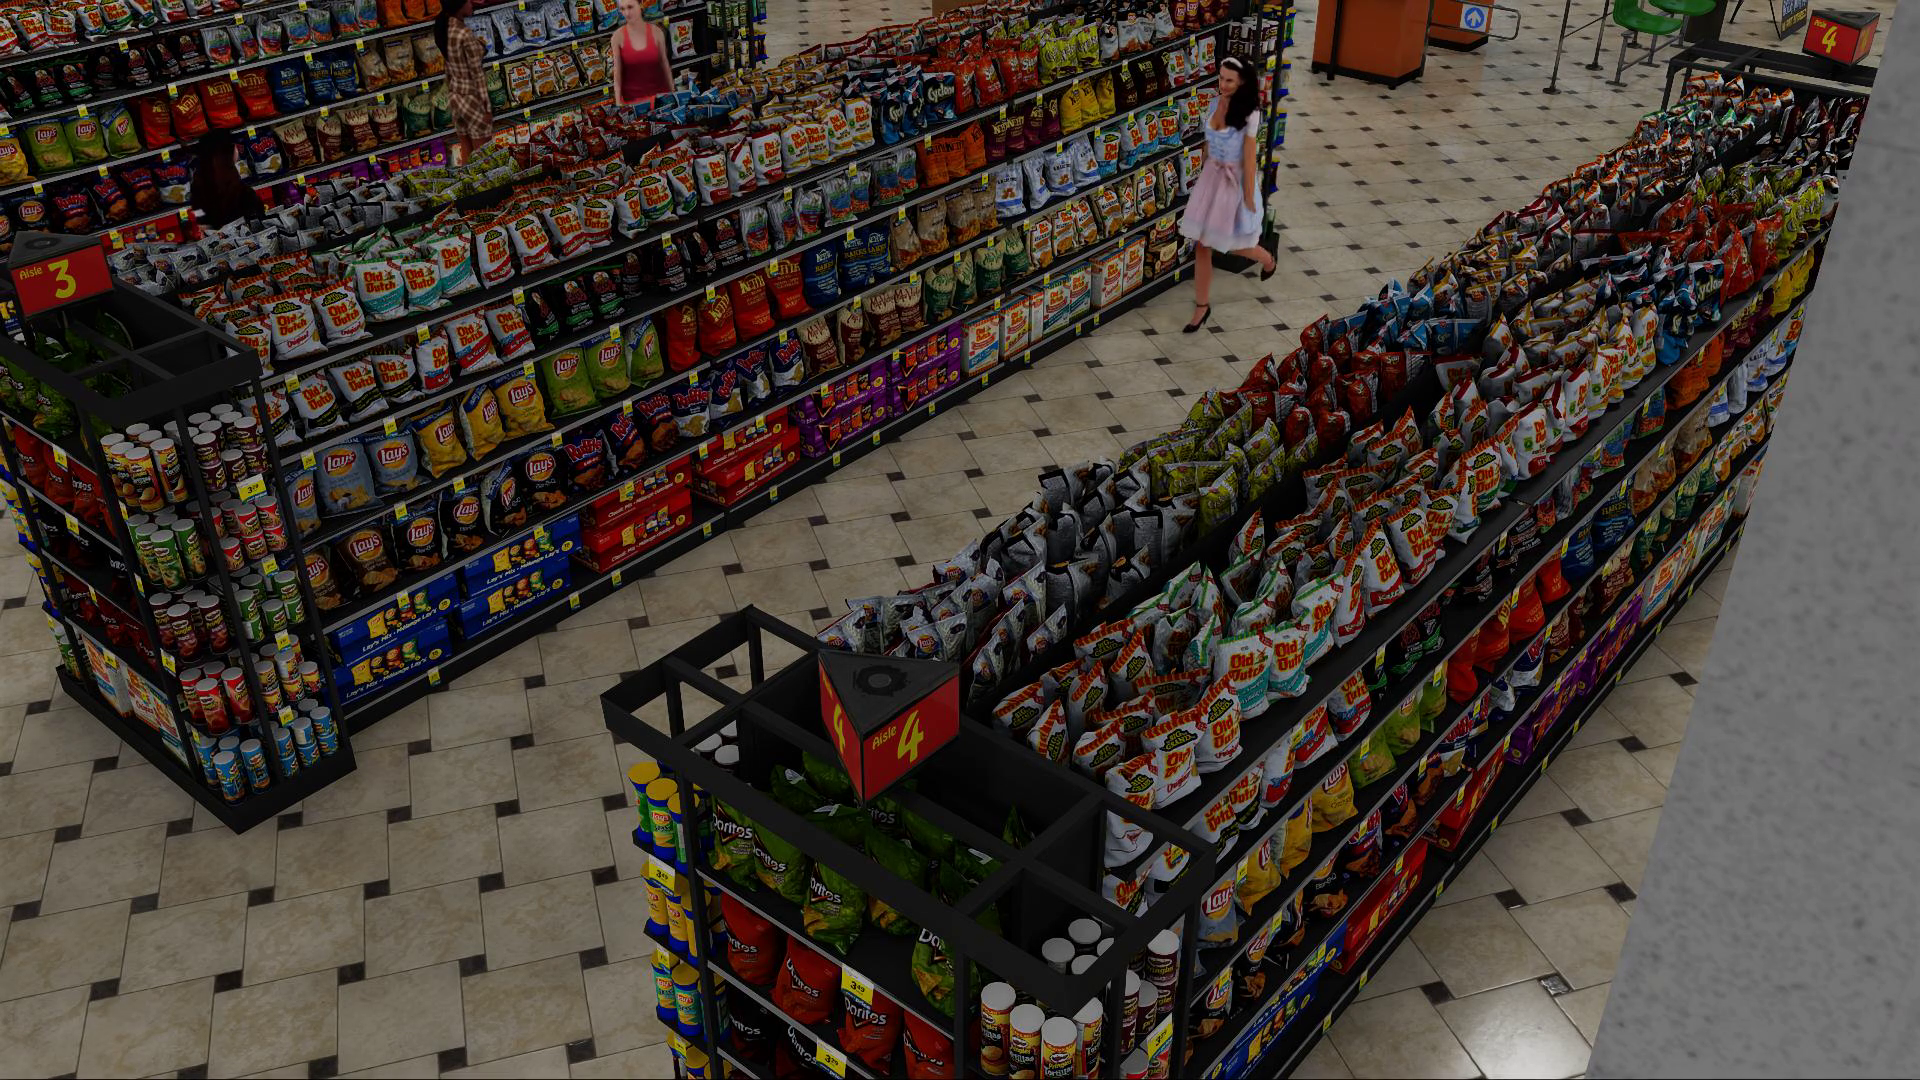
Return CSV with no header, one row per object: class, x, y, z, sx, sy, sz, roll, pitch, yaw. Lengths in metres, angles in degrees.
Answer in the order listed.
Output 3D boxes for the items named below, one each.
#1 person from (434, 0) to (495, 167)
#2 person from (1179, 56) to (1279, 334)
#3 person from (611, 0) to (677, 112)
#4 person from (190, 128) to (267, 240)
person,-3.550,-3.116,12.054,0.560,1.793,0.598,-28,41,-37
person,1.757,-2.187,10.565,1.108,1.788,0.784,-22,38,-32
person,-2.308,-3.249,12.365,1.143,1.690,1.173,-6,32,-10
person,-4.243,-1.558,9.737,0.861,1.594,1.197,12,34,18
